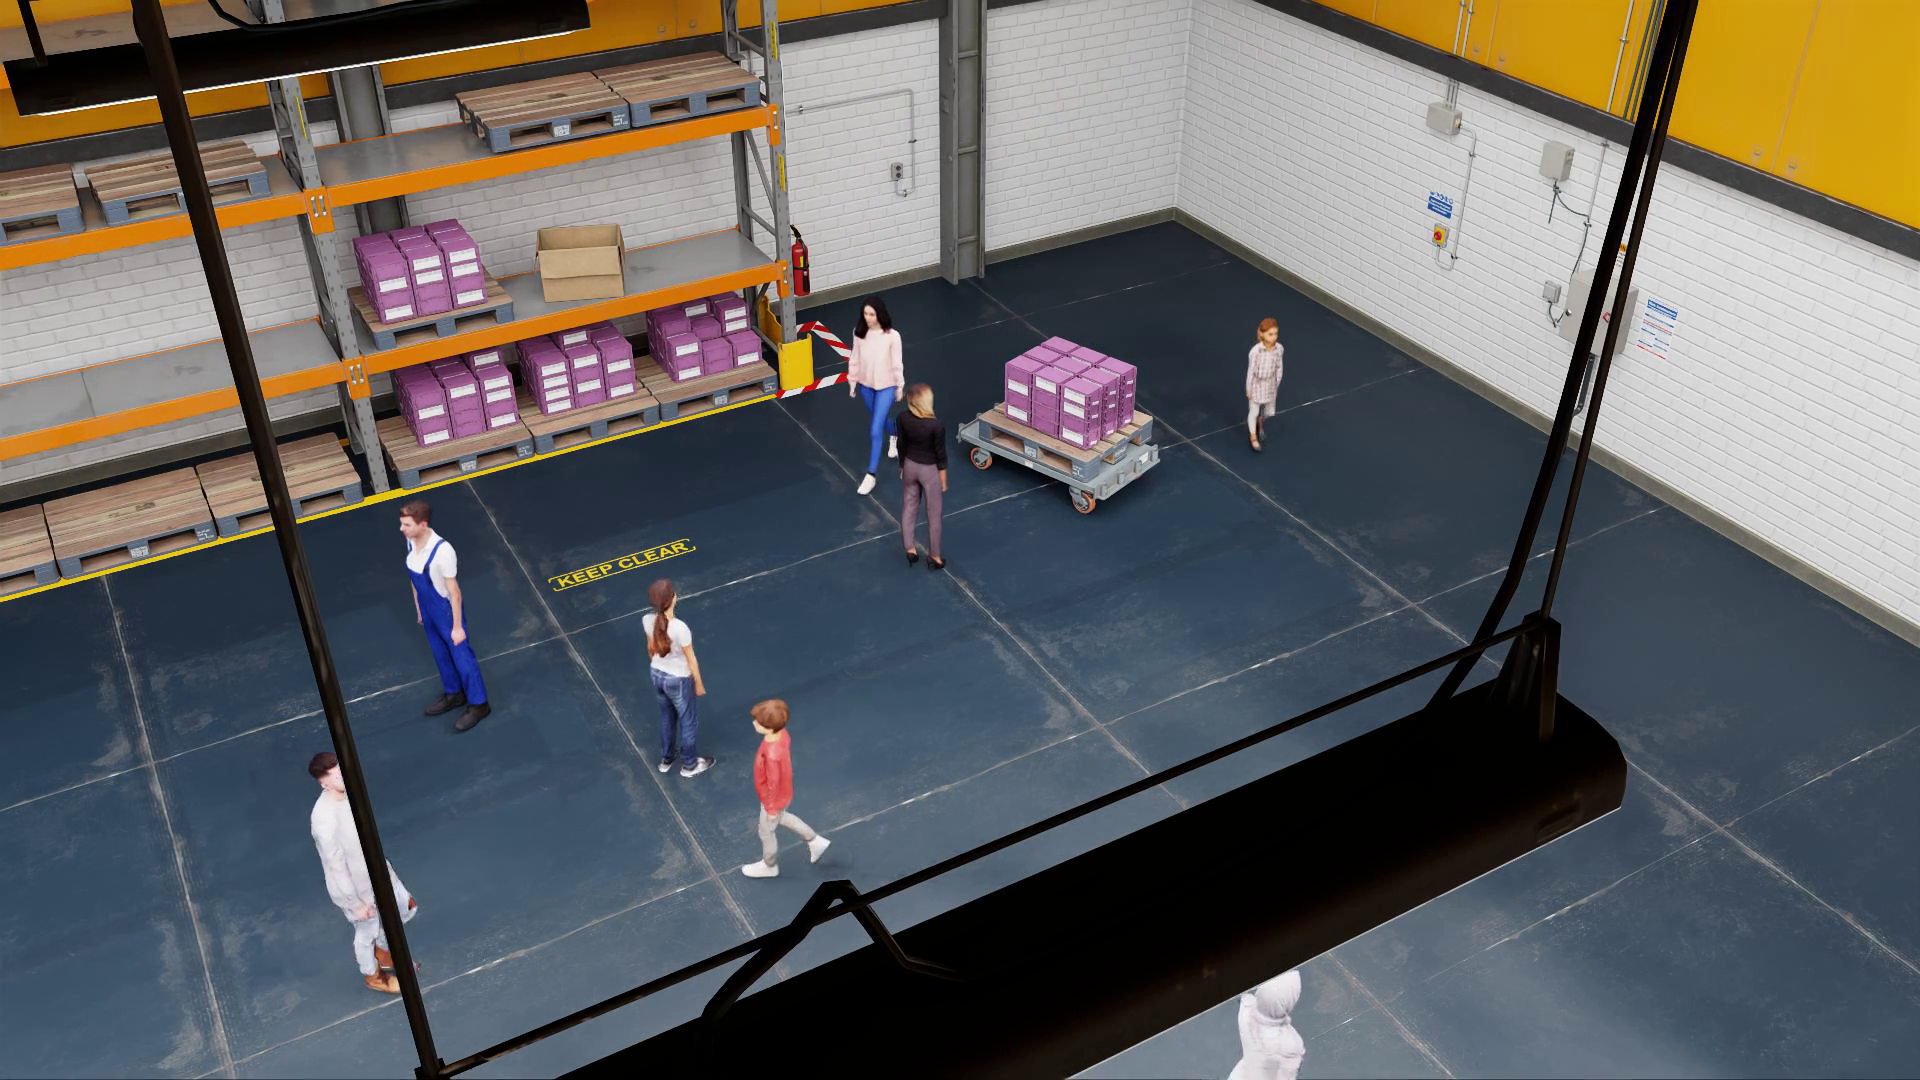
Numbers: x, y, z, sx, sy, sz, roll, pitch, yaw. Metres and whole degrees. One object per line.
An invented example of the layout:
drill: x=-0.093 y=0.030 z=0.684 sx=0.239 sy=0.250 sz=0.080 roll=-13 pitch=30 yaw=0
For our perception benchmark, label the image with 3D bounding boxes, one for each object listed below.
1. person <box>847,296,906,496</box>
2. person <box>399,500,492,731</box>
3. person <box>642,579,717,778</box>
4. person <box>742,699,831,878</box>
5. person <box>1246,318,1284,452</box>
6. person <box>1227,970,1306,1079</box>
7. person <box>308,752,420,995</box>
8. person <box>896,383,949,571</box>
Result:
person: x=-0.675 y=-1.343 z=14.494 sx=1.080 sy=1.730 sz=1.267 roll=16 pitch=37 yaw=23
person: x=-3.616 y=0.498 z=11.618 sx=0.708 sy=1.849 sz=0.694 roll=24 pitch=40 yaw=31
person: x=-1.933 y=0.925 z=11.239 sx=0.641 sy=1.557 sz=0.662 roll=21 pitch=39 yaw=29
person: x=-1.097 y=1.564 z=10.414 sx=0.882 sy=1.407 sz=0.766 roll=1 pitch=34 yaw=2
person: x=2.695 y=-1.440 z=15.029 sx=0.576 sy=1.300 sz=0.656 roll=-9 pitch=35 yaw=-13
person: x=1.411 y=2.803 z=8.236 sx=0.981 sy=1.753 sz=0.660 roll=-16 pitch=37 yaw=-22
person: x=-3.508 y=1.922 z=9.496 sx=0.833 sy=1.826 sz=0.797 roll=4 pitch=34 yaw=6
person: x=-0.303 y=-0.495 z=13.273 sx=0.679 sy=1.670 sz=0.698 roll=17 pitch=37 yaw=23
